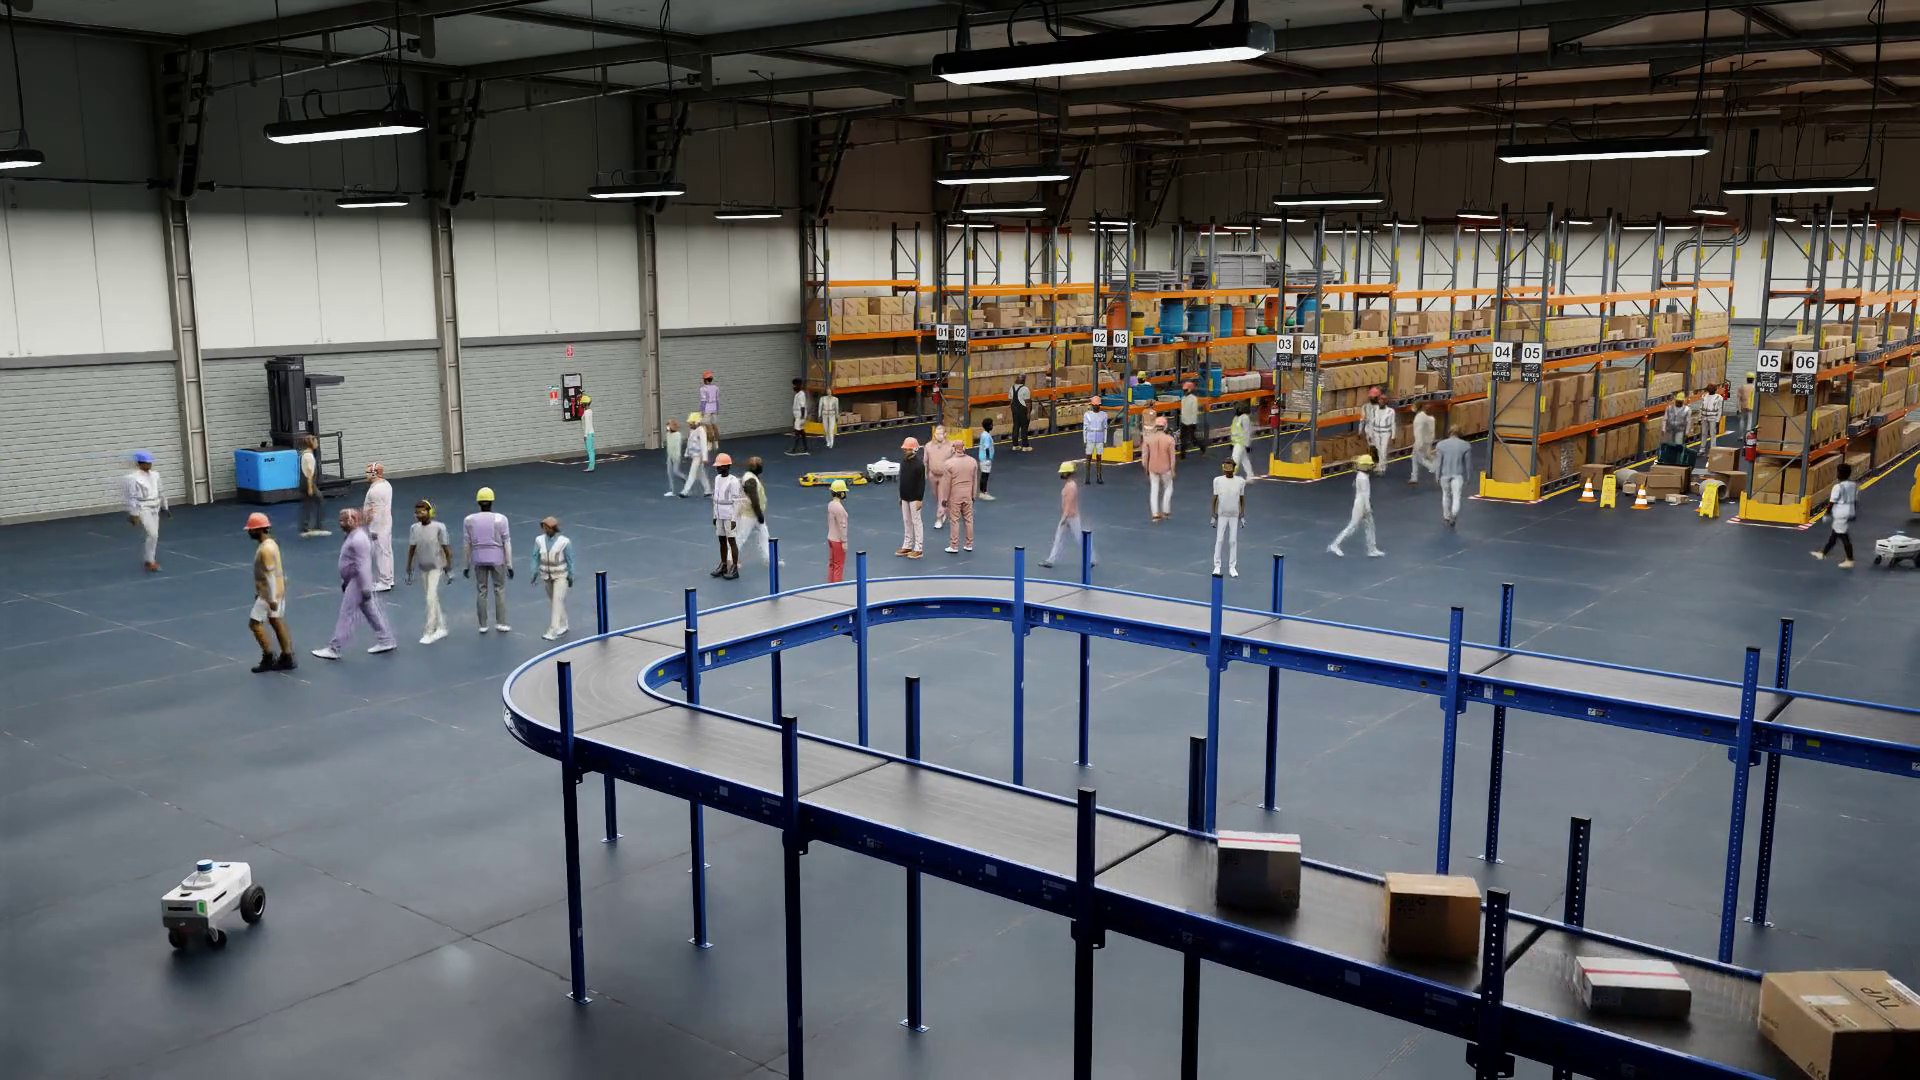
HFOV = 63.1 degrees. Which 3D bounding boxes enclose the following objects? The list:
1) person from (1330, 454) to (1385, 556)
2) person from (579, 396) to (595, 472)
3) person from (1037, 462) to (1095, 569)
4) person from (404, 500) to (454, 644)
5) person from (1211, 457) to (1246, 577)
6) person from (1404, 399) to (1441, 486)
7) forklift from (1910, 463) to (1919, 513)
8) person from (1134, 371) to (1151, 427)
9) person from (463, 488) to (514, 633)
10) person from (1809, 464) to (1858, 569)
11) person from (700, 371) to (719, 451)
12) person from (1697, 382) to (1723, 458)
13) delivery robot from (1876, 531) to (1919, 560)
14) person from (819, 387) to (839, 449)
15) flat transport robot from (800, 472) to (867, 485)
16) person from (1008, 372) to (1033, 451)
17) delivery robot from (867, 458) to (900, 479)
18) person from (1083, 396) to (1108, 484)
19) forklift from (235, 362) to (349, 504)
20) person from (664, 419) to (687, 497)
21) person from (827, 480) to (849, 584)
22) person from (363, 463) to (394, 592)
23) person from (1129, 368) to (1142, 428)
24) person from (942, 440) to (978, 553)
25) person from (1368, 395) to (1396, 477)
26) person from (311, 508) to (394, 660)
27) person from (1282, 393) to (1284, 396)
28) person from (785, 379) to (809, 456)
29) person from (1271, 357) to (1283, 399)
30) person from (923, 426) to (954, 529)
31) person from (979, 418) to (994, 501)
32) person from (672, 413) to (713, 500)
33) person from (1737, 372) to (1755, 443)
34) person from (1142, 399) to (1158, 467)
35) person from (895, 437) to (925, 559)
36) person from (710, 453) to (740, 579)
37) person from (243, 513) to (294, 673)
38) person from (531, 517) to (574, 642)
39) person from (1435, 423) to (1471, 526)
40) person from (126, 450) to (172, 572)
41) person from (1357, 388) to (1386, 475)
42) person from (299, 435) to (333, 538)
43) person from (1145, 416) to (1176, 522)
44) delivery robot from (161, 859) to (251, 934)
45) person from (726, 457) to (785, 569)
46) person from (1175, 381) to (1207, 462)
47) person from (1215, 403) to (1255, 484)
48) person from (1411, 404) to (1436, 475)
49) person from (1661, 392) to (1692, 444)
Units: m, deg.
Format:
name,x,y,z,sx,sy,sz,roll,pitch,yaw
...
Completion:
name,x,y,z,sx,sy,sz,roll,pitch,yaw
person,6.601,-0.578,25.915,0.860,1.705,0.485,3,10,15
person,-8.682,-2.474,36.422,0.311,1.768,0.531,-1,10,-5
person,1.729,-0.382,24.777,0.915,1.720,0.534,-2,10,-8
person,-6.838,0.411,19.962,0.572,1.834,0.832,3,11,17
person,4.161,-0.358,24.248,0.533,1.859,0.317,1,10,4
person,10.128,-2.116,34.027,0.768,1.914,0.644,3,10,16
forklift,19.034,-1.348,28.998,2.313,2.155,1.214,8,13,37
person,5.080,-3.821,43.832,0.587,1.826,0.404,8,13,36
person,-6.203,0.272,20.572,0.692,1.914,0.415,-1,10,-3
person,14.005,-0.400,25.023,0.555,1.650,0.850,-6,12,-31
person,-6.516,-3.349,40.563,0.397,2.043,0.609,7,12,36
person,18.724,-3.008,39.092,0.355,1.885,0.574,-6,12,-32
delivery robot,15.130,0.101,25.187,0.707,0.478,0.477,-3,11,-18
person,-3.440,-3.227,41.091,0.515,1.608,0.790,0,10,3
flat transport robot,-2.795,-1.363,34.493,1.431,0.197,0.652,-2,10,-10
person,1.614,-3.315,40.500,0.537,2.000,0.682,-10,14,-44
delivery robot,-1.685,-1.586,34.685,0.707,0.478,0.477,-6,12,-30
person,2.980,-2.205,34.420,0.543,1.939,0.361,-1,10,-3
forklift,-13.803,-2.244,32.110,1.129,2.768,1.873,8,13,37
person,-5.933,-1.726,32.629,0.507,1.620,0.486,10,14,43
person,-1.734,0.015,22.408,0.309,1.769,0.524,-5,11,-24
person,-8.631,-0.198,23.213,0.409,1.909,0.640,-1,10,-8
person,5.155,-4.117,45.604,0.576,1.788,0.988,9,14,42
person,-0.019,-0.734,26.248,0.638,1.902,0.407,-5,11,-28
person,9.517,-2.354,35.490,0.569,1.847,0.893,9,14,43
person,-7.506,0.530,19.272,0.972,1.852,0.656,-4,11,-22
person,11.285,-5.549,54.039,0.875,1.646,0.552,6,12,29
person,-4.098,-3.096,39.434,0.559,1.961,0.664,-2,10,-12
person,10.877,-5.550,53.267,0.627,1.933,0.371,-3,11,-18
person,-0.360,-1.195,28.923,0.647,1.869,0.965,3,11,17
person,0.549,-1.665,32.058,0.317,1.696,0.540,-1,10,-7
person,-5.491,-1.700,32.011,0.927,1.776,0.604,-5,11,-24
person,21.410,-3.607,42.484,0.593,1.879,0.971,5,11,28
person,4.499,-2.536,37.132,0.314,1.637,0.514,-6,12,-29
person,-0.811,-0.705,25.813,0.375,1.997,0.610,-8,13,-38
person,-3.626,-0.375,24.122,0.544,1.939,0.354,9,13,41
person,-8.268,0.625,18.565,0.607,1.917,0.562,-3,11,-16
person,-5.267,0.496,20.221,0.495,1.586,0.864,3,11,18
person,9.079,-1.197,28.830,0.635,1.915,0.813,3,11,17
person,-12.722,-0.452,24.598,0.612,1.926,0.616,2,10,10
person,9.486,-2.496,35.944,0.622,1.987,1.081,9,13,40
person,-11.422,-0.952,27.694,0.671,1.818,0.542,-6,12,-30
person,3.808,-1.349,29.494,0.653,1.970,0.705,5,11,27
delivery robot,-5.459,2.562,11.340,0.477,0.478,0.707,1,10,4
person,-3.340,-0.435,24.888,0.953,1.797,0.622,0,10,1
person,5.655,-2.909,38.299,0.744,1.970,0.623,-5,11,-27
person,6.066,-2.105,34.259,0.975,1.791,0.652,-1,10,-8
person,10.773,-2.324,36.065,0.745,1.618,0.511,-7,12,-33
person,16.971,-2.612,37.052,0.622,1.813,0.700,8,13,39
